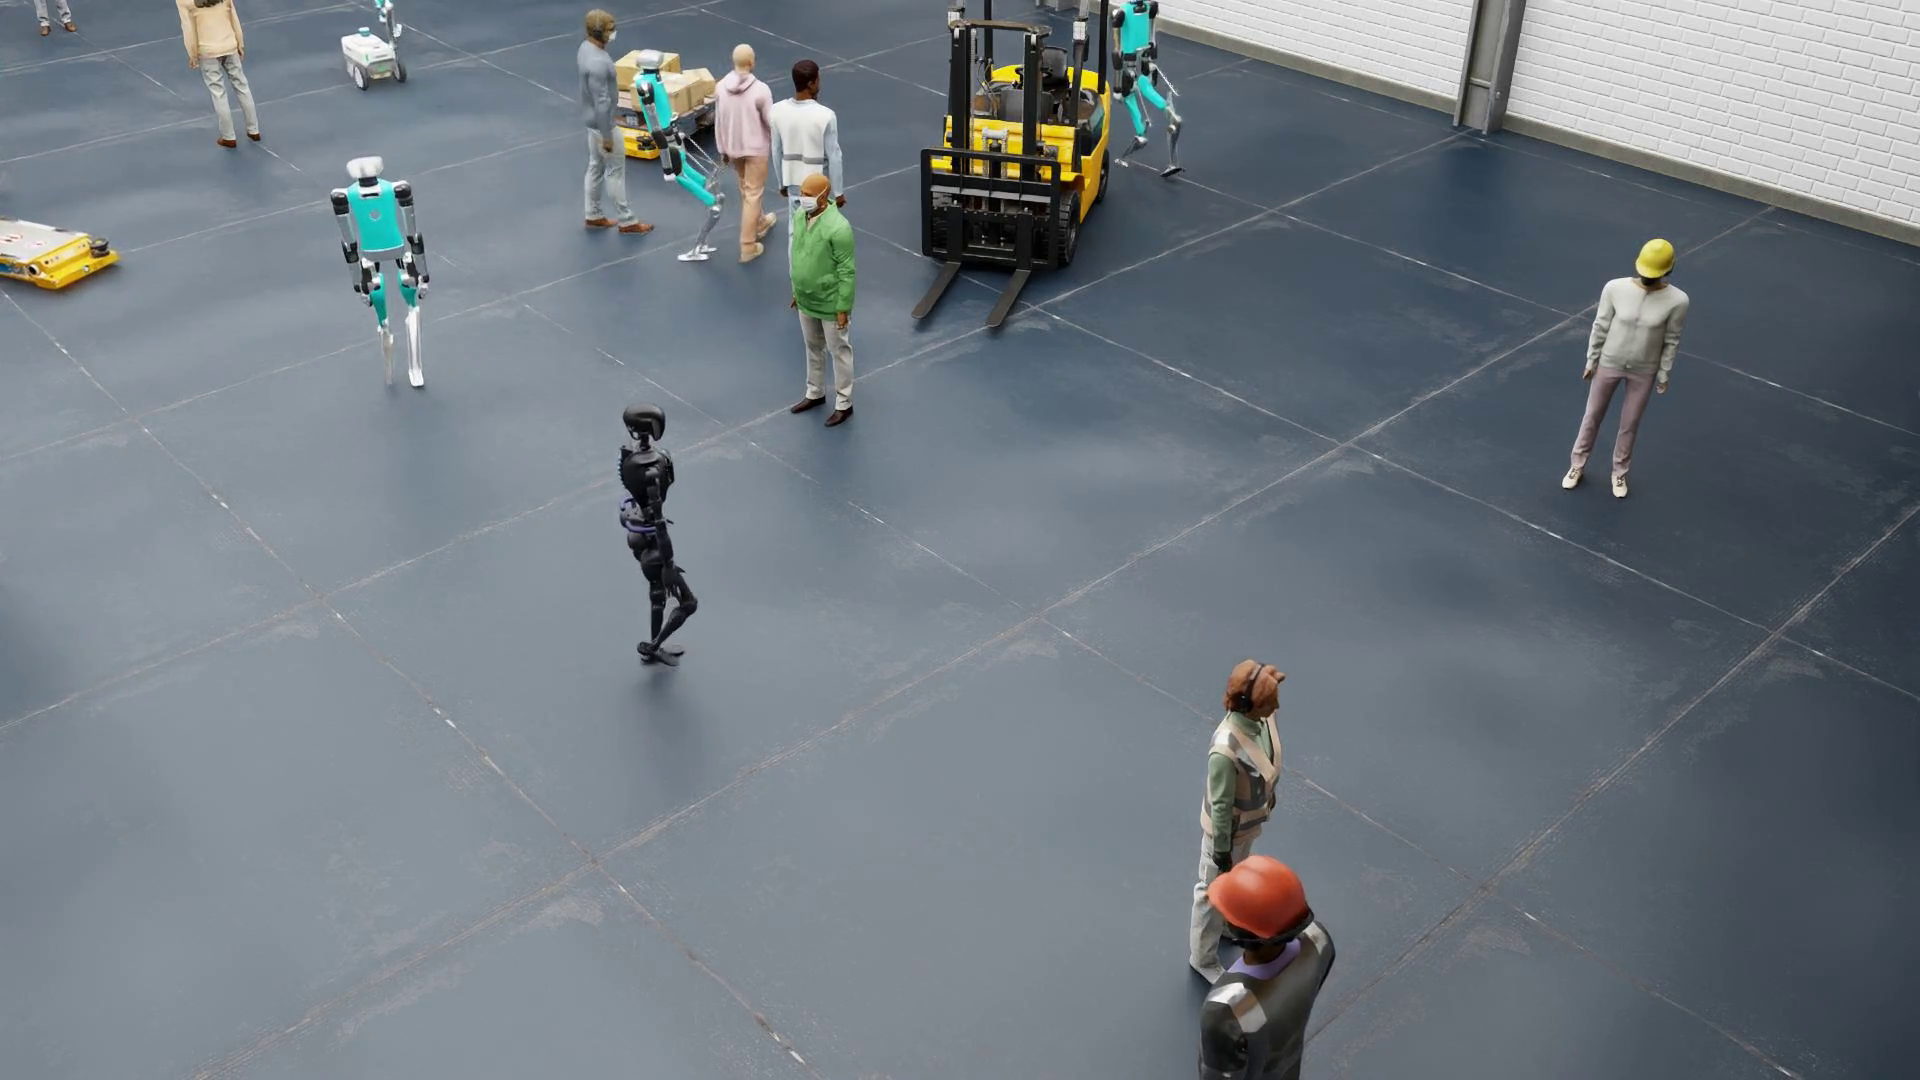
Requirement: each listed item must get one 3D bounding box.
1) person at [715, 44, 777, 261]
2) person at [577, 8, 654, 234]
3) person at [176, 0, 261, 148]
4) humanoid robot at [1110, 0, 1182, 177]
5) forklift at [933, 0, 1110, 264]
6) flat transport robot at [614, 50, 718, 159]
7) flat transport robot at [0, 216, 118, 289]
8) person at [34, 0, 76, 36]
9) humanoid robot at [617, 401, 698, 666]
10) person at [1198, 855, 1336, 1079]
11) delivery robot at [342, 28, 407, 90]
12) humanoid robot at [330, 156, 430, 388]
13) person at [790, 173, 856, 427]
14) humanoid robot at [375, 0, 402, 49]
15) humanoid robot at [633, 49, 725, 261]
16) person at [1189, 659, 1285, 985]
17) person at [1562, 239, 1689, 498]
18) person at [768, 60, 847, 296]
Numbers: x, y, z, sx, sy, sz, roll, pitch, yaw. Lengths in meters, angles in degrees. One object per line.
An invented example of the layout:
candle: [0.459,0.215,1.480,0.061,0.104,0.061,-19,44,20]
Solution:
person: [-1.690,-3.258,13.823,0.546,1.751,0.787,14,36,21]
person: [-3.009,-3.515,14.088,0.577,1.940,0.641,-11,35,-16]
person: [-7.122,-4.700,15.928,0.552,1.875,0.395,-29,43,-36]
humanoid robot: [1.795,-4.122,15.210,0.532,1.782,0.997,-24,40,-32]
forklift: [0.570,-3.725,14.138,1.214,2.155,2.313,9,34,13]
flat transport robot: [-2.950,-4.131,16.523,0.659,0.231,1.431,15,36,21]
flat transport robot: [-7.824,-2.400,13.862,1.431,0.231,0.659,13,35,19]
person: [-10.626,-6.695,19.196,0.459,1.647,0.328,-17,37,-25]
humanoid robot: [-1.639,-0.025,8.921,0.346,1.653,0.615,-11,35,-17]
person: [0.958,1.859,5.692,0.368,2.045,0.605,27,42,35]
delivery robot: [-6.338,-5.183,17.894,0.499,0.613,0.790,-23,40,-31]
humanoid robot: [-4.022,-1.870,11.753,0.541,1.860,0.673,-9,34,-14]
person: [-0.936,-1.637,11.301,0.539,1.784,0.385,26,41,33]
humanoid robot: [-6.498,-6.285,18.544,0.552,1.751,1.081,-2,33,-3]
humanoid robot: [-2.218,-3.129,13.631,0.769,1.764,0.530,-1,33,-1]
person: [1.174,1.193,7.083,0.305,1.638,0.511,16,37,24]
person: [4.201,-1.078,10.466,0.523,1.758,0.332,12,35,18]
person: [-1.175,-2.753,12.899,0.587,1.914,0.391,14,36,21]
